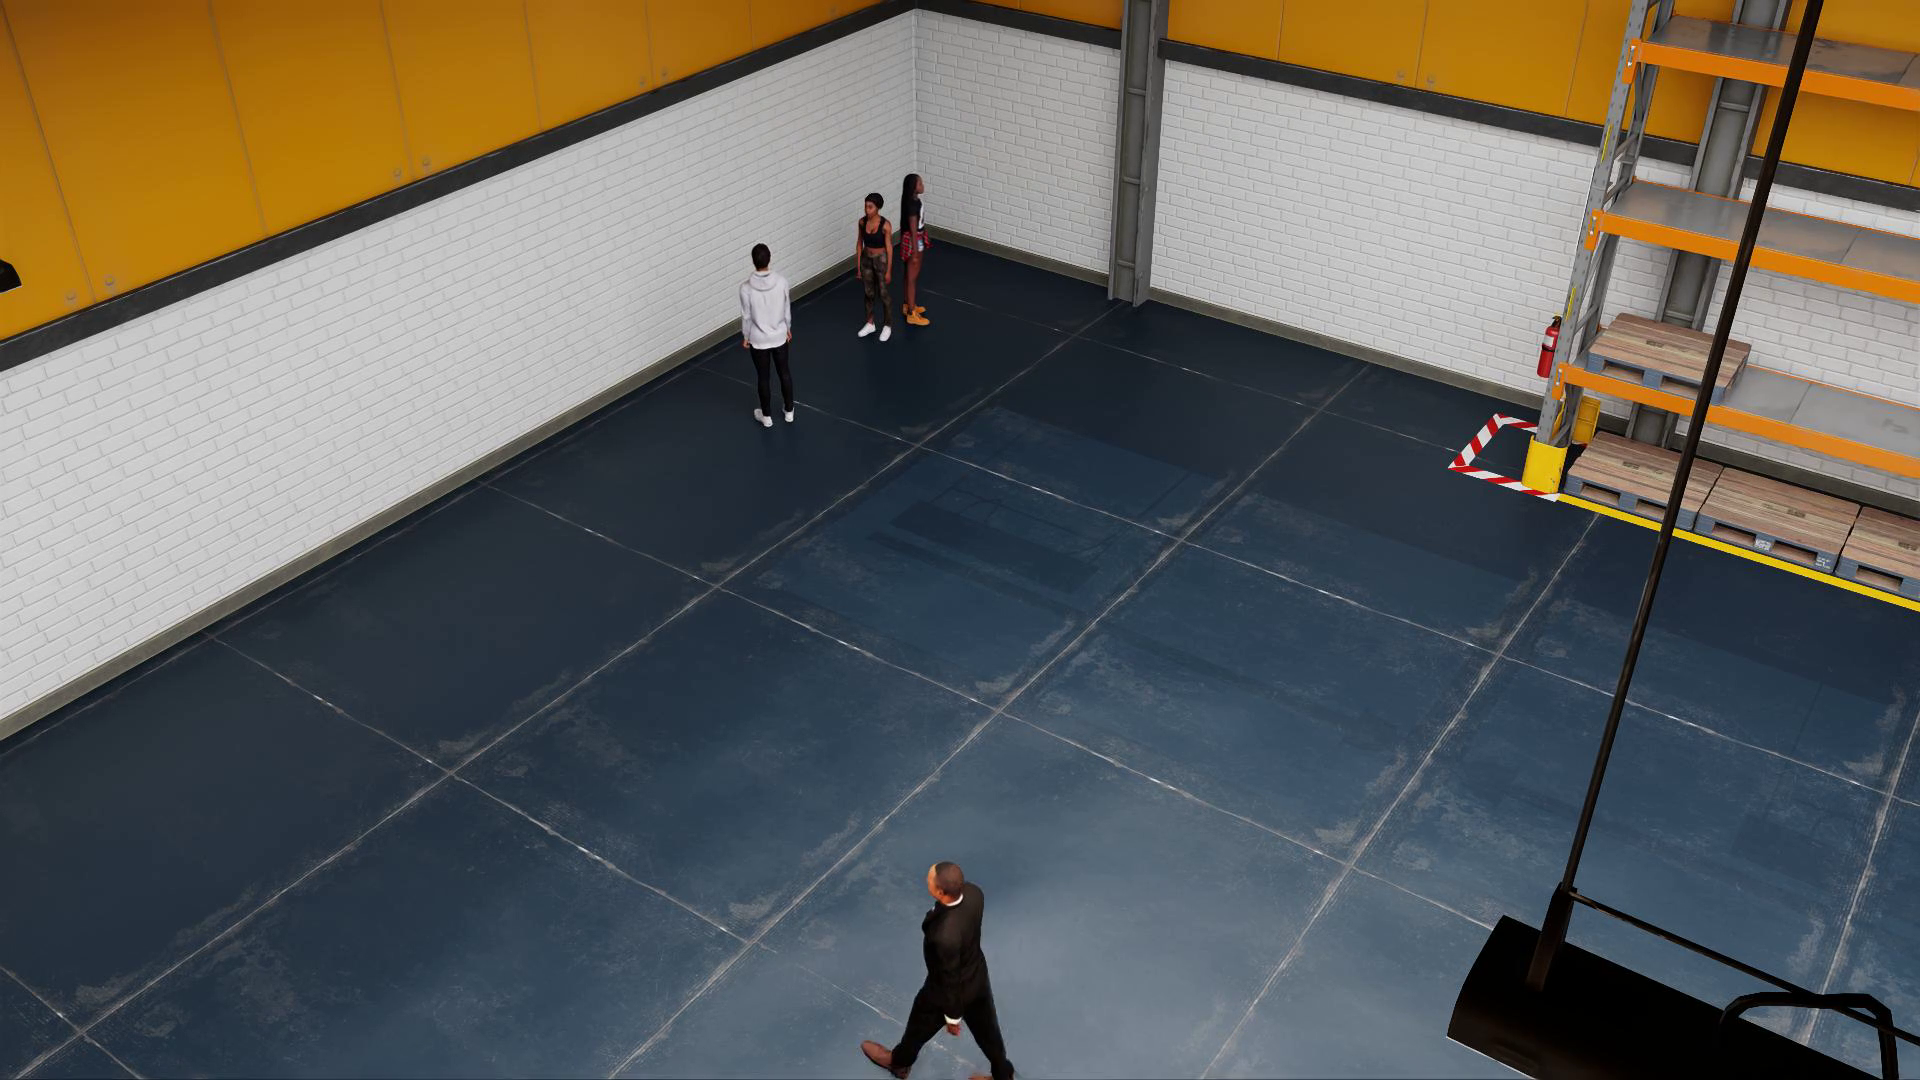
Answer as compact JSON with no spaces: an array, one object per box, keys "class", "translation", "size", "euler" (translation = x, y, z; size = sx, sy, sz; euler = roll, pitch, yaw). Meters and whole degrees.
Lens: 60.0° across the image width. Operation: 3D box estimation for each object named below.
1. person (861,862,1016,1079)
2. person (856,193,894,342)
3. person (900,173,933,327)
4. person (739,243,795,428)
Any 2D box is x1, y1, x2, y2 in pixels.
[{"class":"person","translation":[0.068,2.617,9.661],"size":[1.289,1.859,0.857],"euler":[15,36,21]},{"class":"person","translation":[-0.919,-3.016,18.280],"size":[0.499,1.699,0.669],"euler":[15,36,21]},{"class":"person","translation":[-0.535,-3.283,18.657],"size":[0.776,1.728,0.728],"euler":[-3,34,-4]},{"class":"person","translation":[-1.908,-2.043,16.608],"size":[0.773,1.929,0.788],"euler":[-13,36,-18]}]
